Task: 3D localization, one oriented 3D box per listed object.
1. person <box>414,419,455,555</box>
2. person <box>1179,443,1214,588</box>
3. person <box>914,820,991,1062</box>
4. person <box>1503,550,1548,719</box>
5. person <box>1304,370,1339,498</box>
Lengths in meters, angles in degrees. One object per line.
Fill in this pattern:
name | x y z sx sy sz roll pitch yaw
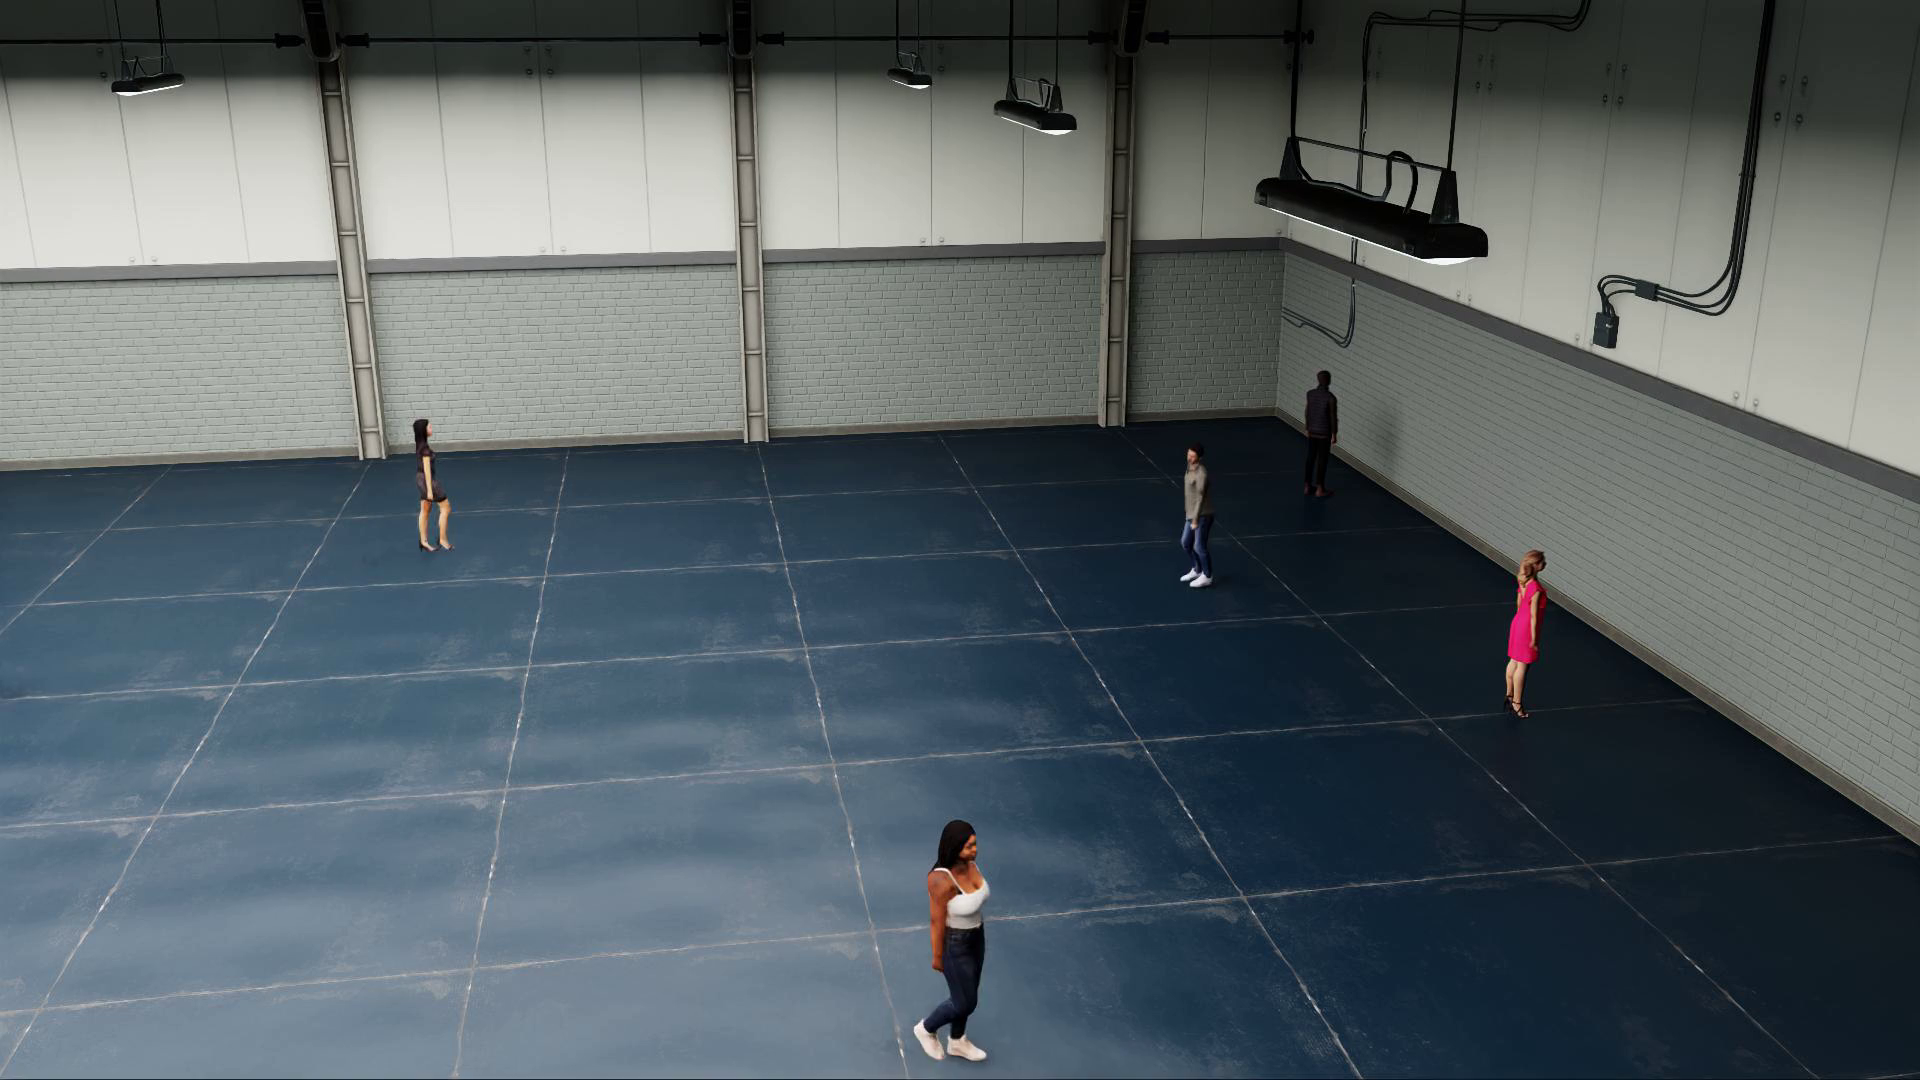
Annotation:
person | -6.930 -0.668 21.384 0.758 1.773 0.731 -9 20 -27
person | 2.951 -0.301 20.169 0.682 1.829 0.735 -1 18 -3
person | -0.092 2.672 11.092 0.875 1.796 0.813 8 20 24
person | 5.638 0.910 16.611 0.588 1.728 0.605 0 18 1
person | 5.188 -1.549 23.991 0.754 1.835 0.780 -14 23 -37
